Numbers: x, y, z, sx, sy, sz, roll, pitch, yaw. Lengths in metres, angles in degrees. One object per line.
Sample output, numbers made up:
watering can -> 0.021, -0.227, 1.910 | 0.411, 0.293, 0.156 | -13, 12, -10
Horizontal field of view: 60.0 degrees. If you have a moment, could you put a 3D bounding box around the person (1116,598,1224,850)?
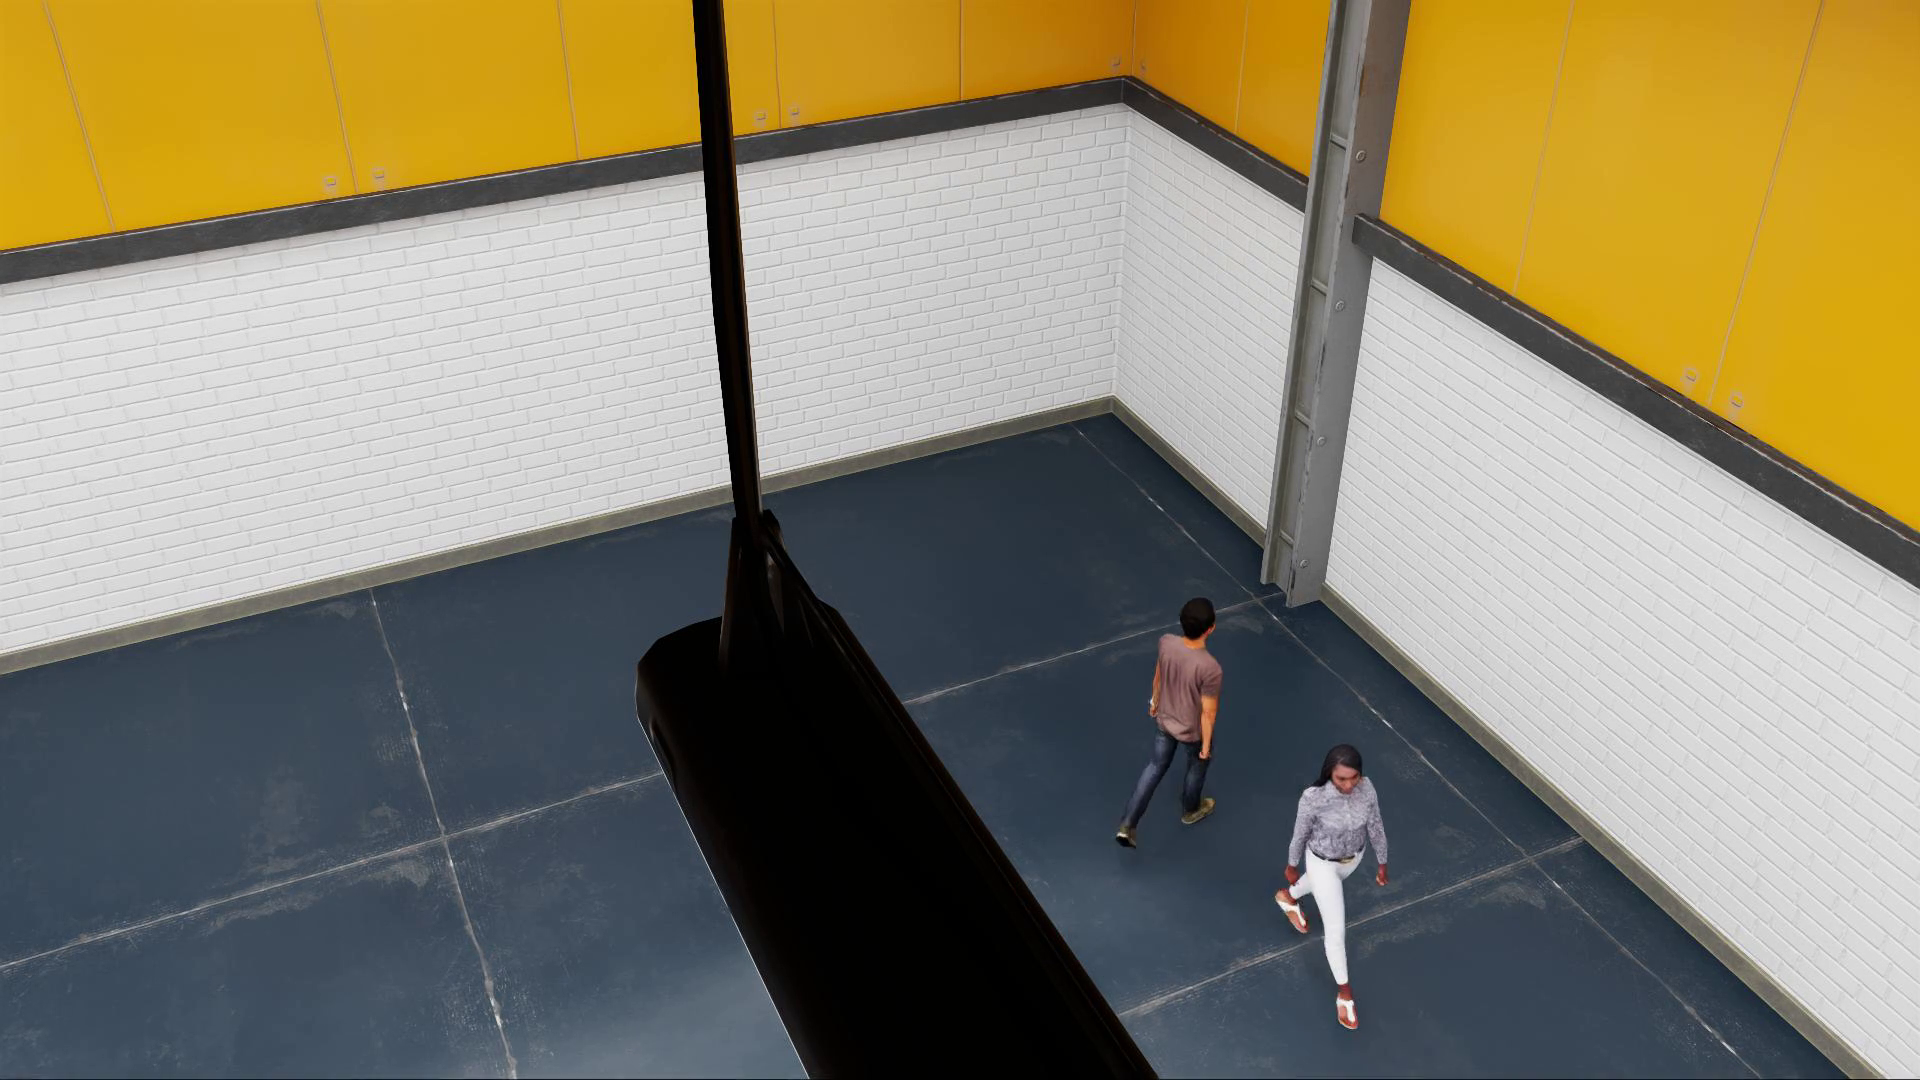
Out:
person -> 1.264, 1.128, 9.856 | 1.111, 1.749, 0.971 | 29, 43, 36

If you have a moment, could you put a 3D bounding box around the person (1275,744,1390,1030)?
person -> 1.977, 1.715, 9.041 | 0.856, 1.673, 1.261 | -10, 35, -14
